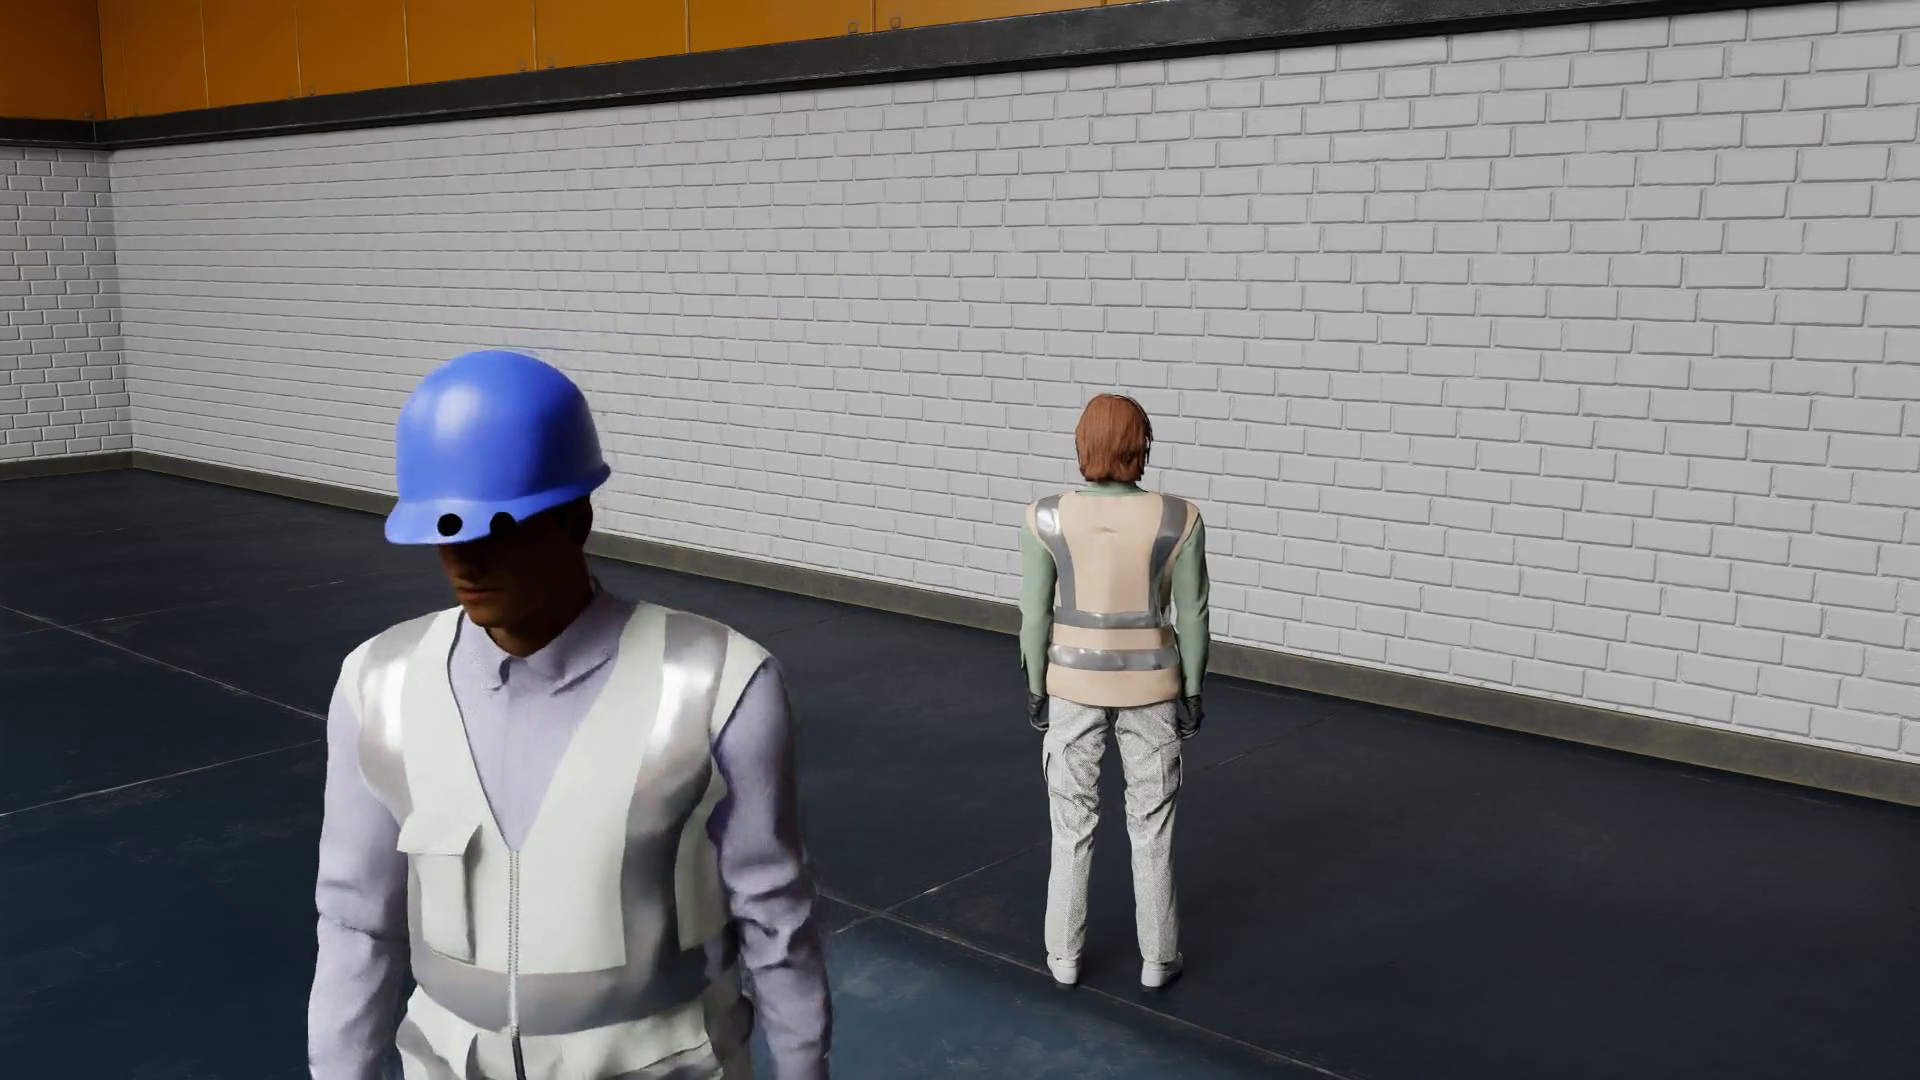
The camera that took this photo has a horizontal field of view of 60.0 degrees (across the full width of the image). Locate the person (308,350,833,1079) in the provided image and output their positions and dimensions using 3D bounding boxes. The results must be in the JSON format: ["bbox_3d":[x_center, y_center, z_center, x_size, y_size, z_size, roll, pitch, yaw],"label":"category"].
[{"bbox_3d":[-0.511,0.731,2.014,0.643,1.896,0.970,2,10,11],"label":"person"}]

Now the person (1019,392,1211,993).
[{"bbox_3d":[0.415,0.425,4.503,0.513,1.641,0.307,1,10,8],"label":"person"}]
